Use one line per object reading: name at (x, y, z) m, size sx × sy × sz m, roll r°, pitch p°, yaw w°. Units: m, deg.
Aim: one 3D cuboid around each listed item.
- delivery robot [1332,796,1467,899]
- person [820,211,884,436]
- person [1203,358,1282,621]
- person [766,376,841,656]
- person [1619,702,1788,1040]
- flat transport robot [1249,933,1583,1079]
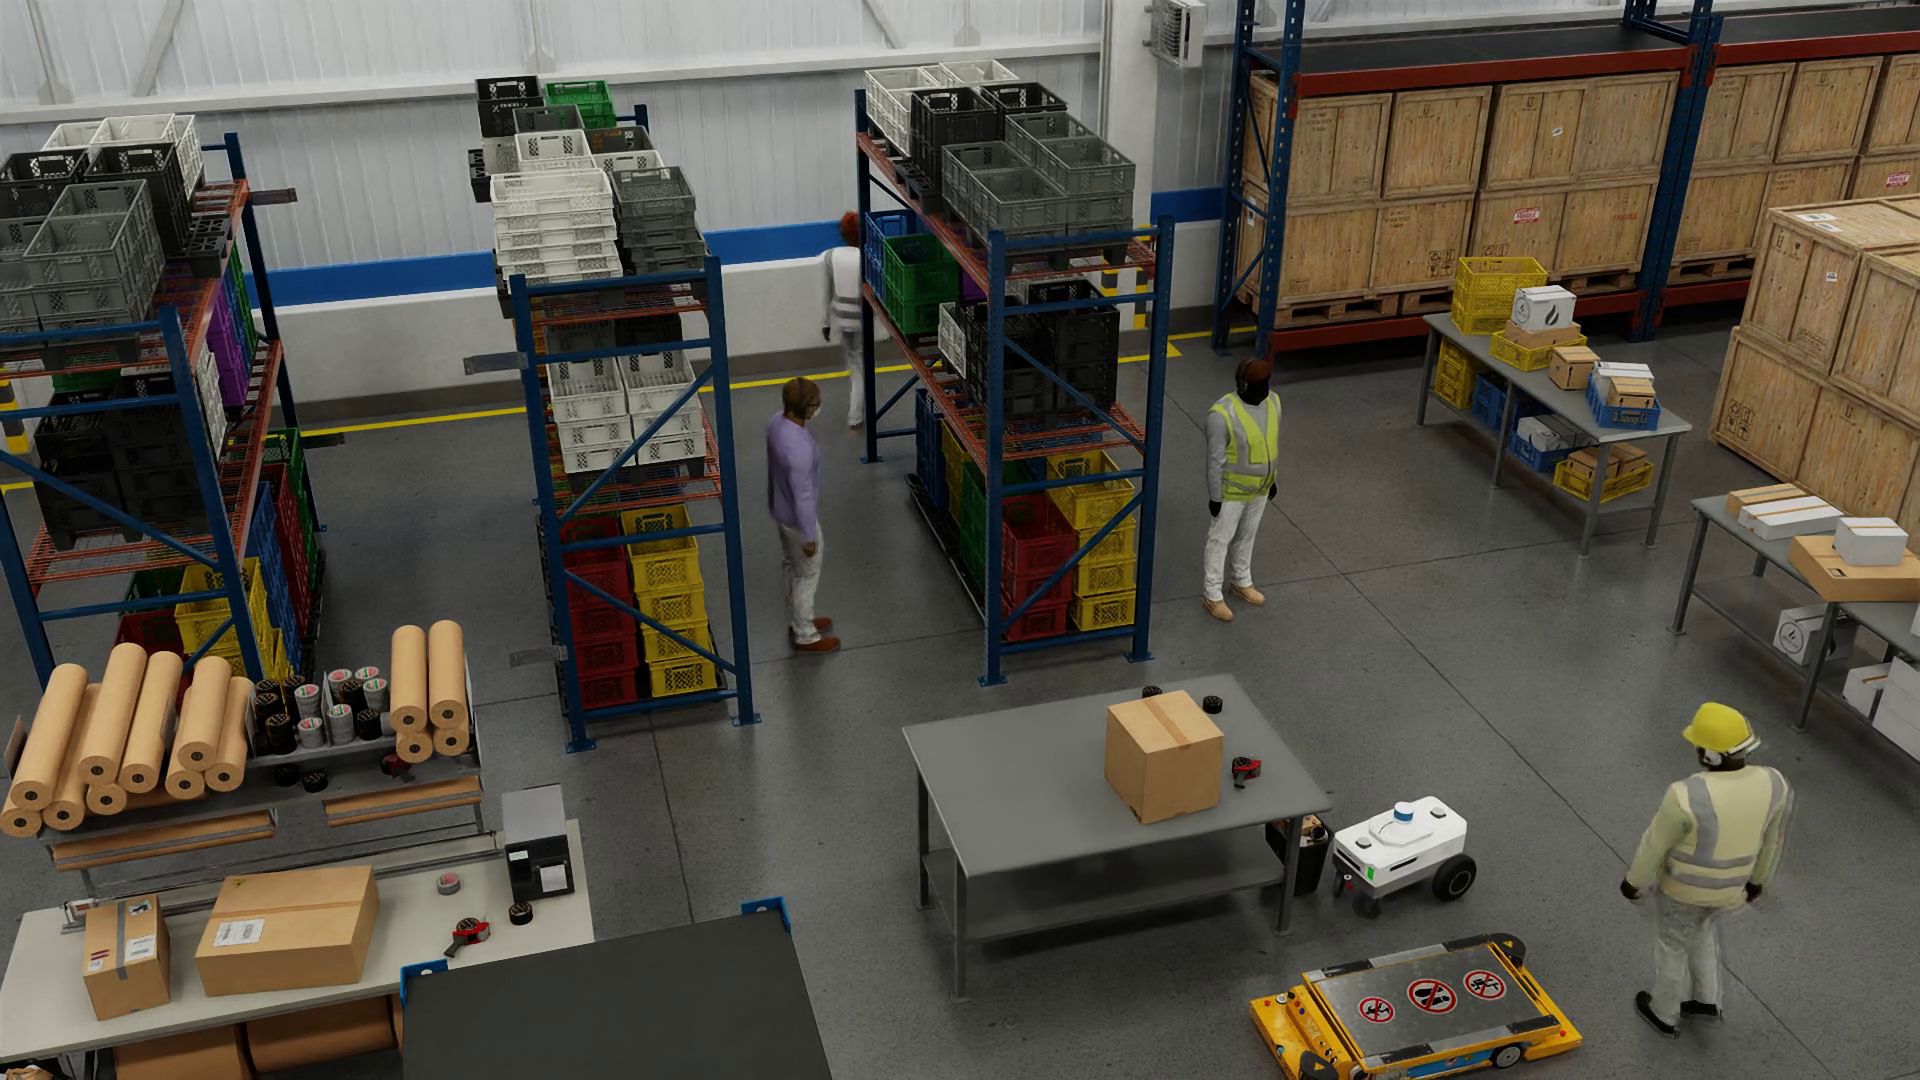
delivery robot at (2.325, 1.610, 8.816) m, size 0.707 × 0.478 × 0.477 m, roll -15°, pitch 32°, yaw -25°
person at (-0.798, -1.839, 13.848) m, size 0.629 × 1.853 × 0.800 m, roll 12°, pitch 31°, yaw 21°
person at (1.904, -0.358, 11.166) m, size 0.621 × 1.845 × 0.429 m, roll -20°, pitch 35°, yaw -32°
person at (-1.029, -0.157, 10.713) m, size 0.396 × 1.931 × 0.631 m, roll -10°, pitch 30°, yaw -17°
person at (3.433, 1.550, 7.737) m, size 0.626 × 1.796 × 0.420 m, roll -8°, pitch 30°, yaw -14°
flat transport robot at (2.184, 2.282, 7.980) m, size 1.431 × 0.197 × 0.652 m, roll -8°, pitch 30°, yaw -14°
